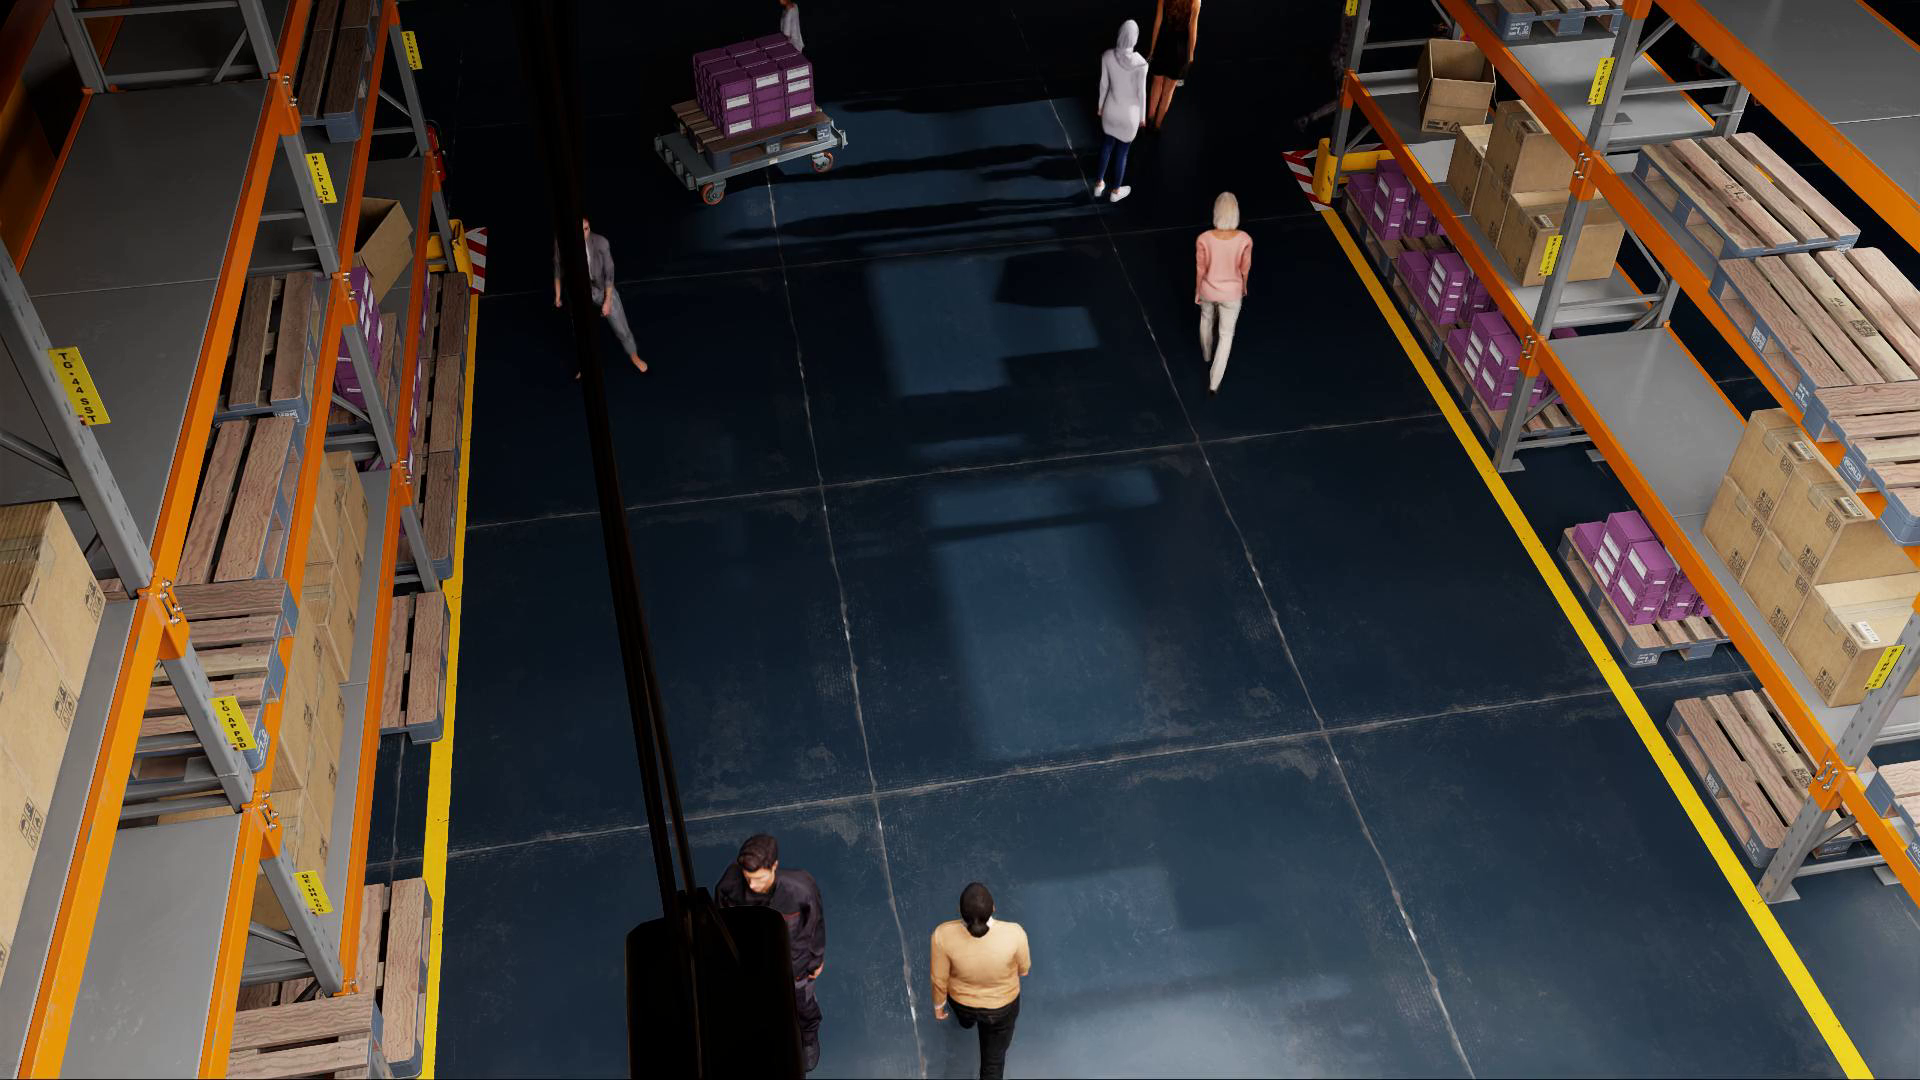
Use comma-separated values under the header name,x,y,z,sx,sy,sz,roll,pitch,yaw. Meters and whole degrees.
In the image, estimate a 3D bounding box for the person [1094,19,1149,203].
name,x,y,z,sx,sy,sz,roll,pitch,yaw
person,1.464,-3.863,15.105,0.704,1.775,0.758,23,48,23

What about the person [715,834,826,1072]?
name,x,y,z,sx,sy,sz,roll,pitch,yaw
person,-0.967,2.137,8.684,0.769,1.945,0.709,4,44,5

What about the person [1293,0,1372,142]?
name,x,y,z,sx,sy,sz,roll,pitch,yaw
person,3.590,-4.527,15.861,0.681,1.694,0.860,-12,45,-12

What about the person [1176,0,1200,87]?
name,x,y,z,sx,sy,sz,roll,pitch,yaw
person,2.218,-5.435,16.819,0.807,1.686,0.683,9,44,10

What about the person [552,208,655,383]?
name,x,y,z,sx,sy,sz,roll,pitch,yaw
person,-2.955,-1.941,13.169,0.912,1.661,0.771,18,46,18

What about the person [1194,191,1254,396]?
name,x,y,z,sx,sy,sz,roll,pitch,yaw
person,2.063,-1.925,13.125,0.871,1.699,1.156,8,44,8

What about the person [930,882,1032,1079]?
name,x,y,z,sx,sy,sz,roll,pitch,yaw
person,0.113,2.415,8.562,0.890,1.709,1.243,4,44,5

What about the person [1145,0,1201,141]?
name,x,y,z,sx,sy,sz,roll,pitch,yaw
person,2.000,-4.550,15.796,0.784,1.816,0.869,11,45,11
